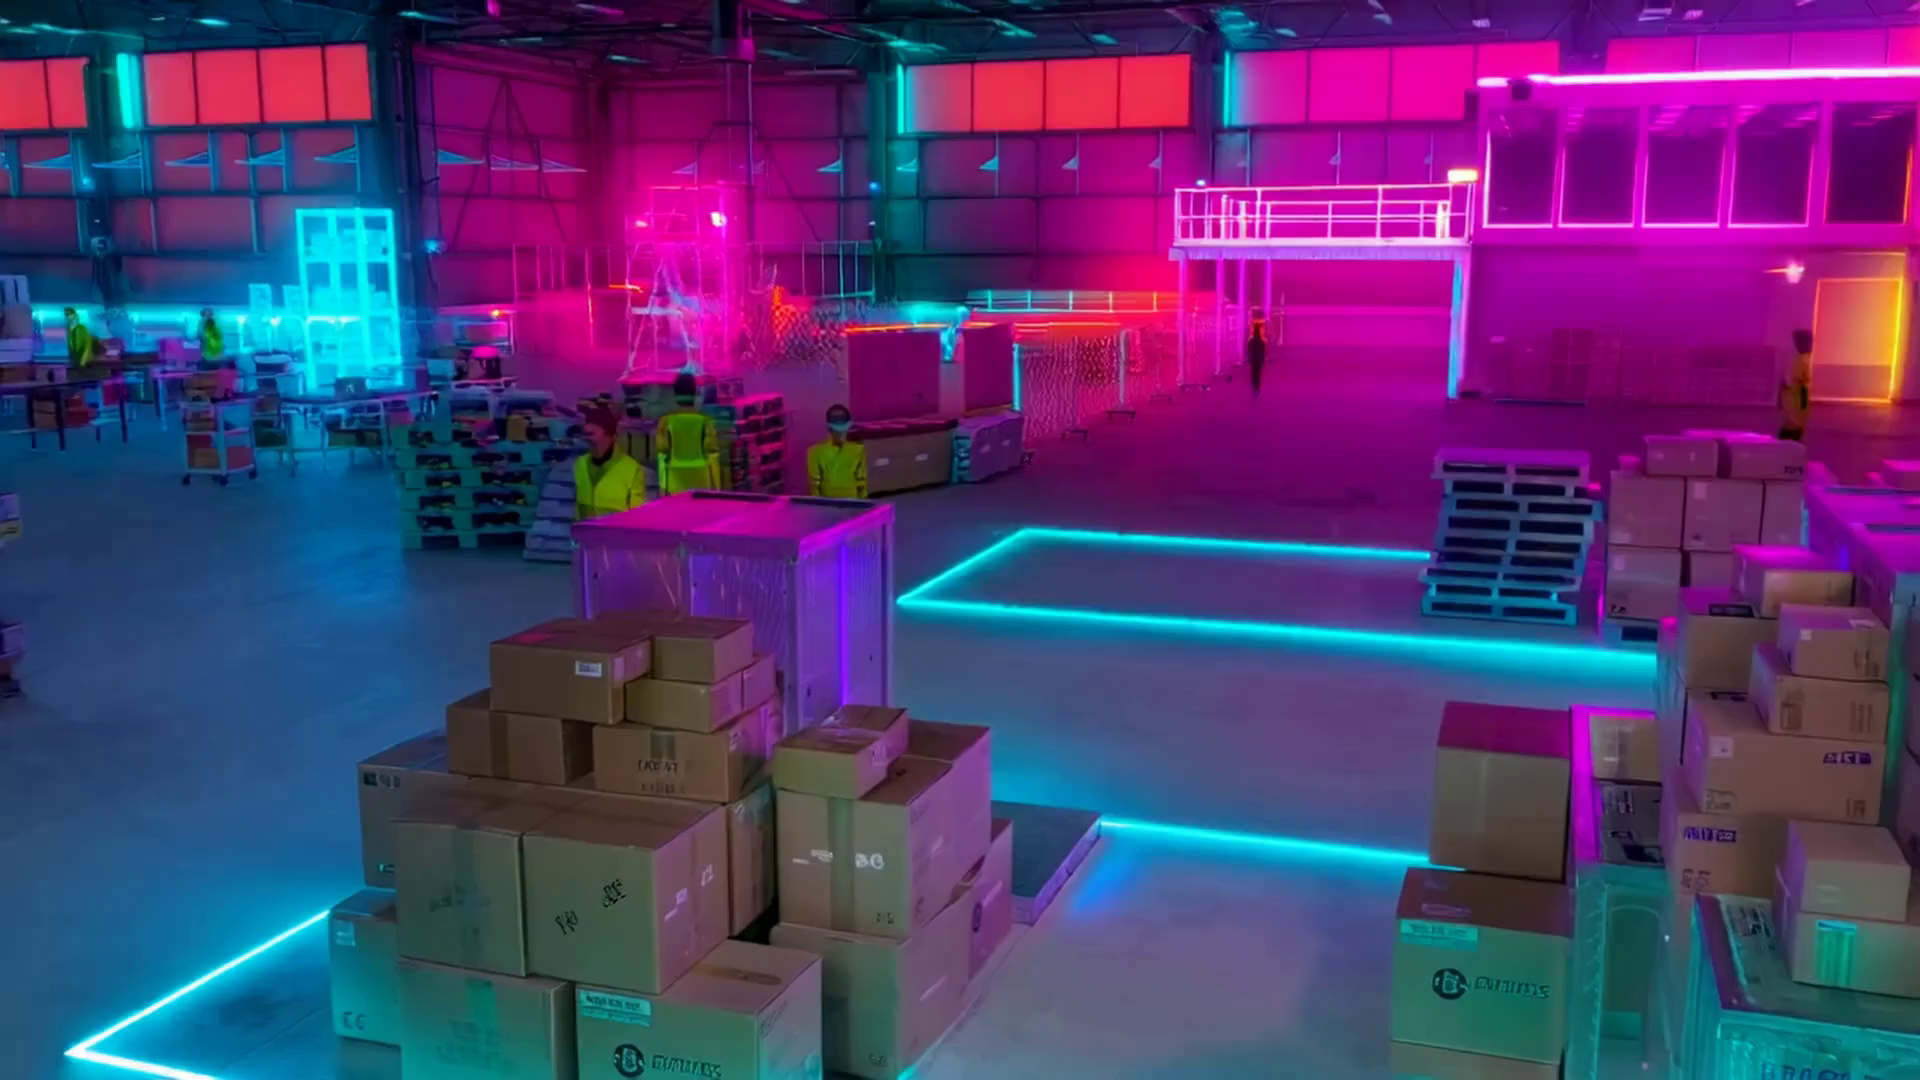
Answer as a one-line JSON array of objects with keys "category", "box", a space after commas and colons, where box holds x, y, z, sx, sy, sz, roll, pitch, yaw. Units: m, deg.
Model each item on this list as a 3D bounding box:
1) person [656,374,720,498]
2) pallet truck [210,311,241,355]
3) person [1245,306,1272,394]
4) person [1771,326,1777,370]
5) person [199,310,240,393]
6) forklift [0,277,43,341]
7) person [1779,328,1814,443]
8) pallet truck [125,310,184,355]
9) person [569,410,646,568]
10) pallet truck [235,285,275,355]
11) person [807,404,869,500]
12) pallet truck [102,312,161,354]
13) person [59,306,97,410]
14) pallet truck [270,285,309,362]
[{"category": "person", "box": [-2.325, -0.457, 14.302, 0.543, 1.939, 0.360, 0, 10, 1]}, {"category": "pallet truck", "box": [-19.537, -5.575, 44.913, 0.653, 1.274, 1.630, 3, 11, 19]}, {"category": "person", "box": [6.109, -3.886, 34.089, 0.532, 1.795, 0.824, 4, 11, 24]}, {"category": "person", "box": [16.695, -3.905, 33.850, 0.731, 1.885, 0.655, 0, 10, 2]}, {"category": "person", "box": [-13.842, -3.355, 30.892, 1.024, 1.852, 0.670, -6, 12, -30]}, {"category": "forklift", "box": [-27.151, -6.329, 46.328, 1.157, 1.987, 2.680, 3, 11, 17]}, {"category": "person", "box": [10.886, -1.775, 21.652, 0.383, 1.961, 0.648, 0, 10, -2]}, {"category": "pallet truck", "box": [-22.038, -5.665, 45.457, 0.704, 1.261, 1.522, 3, 11, 17]}, {"category": "person", "box": [-2.424, 0.057, 11.463, 0.593, 1.920, 0.391, 4, 11, 23]}, {"category": "pallet truck", "box": [-18.327, -5.835, 44.421, 0.823, 1.965, 1.885, 4, 11, 23]}, {"category": "person", "box": [-0.976, -0.221, 13.457, 0.524, 1.770, 0.315, -4, 11, -22]}, {"category": "pallet truck", "box": [-23.057, -5.777, 46.261, 0.680, 1.201, 1.601, 3, 11, 19]}, {"category": "person", "box": [-15.386, -3.069, 28.899, 0.614, 1.975, 1.077, 5, 11, 25]}, {"category": "pallet truck", "box": [-17.147, -5.700, 43.663, 0.823, 1.965, 1.885, 3, 11, 17]}]
